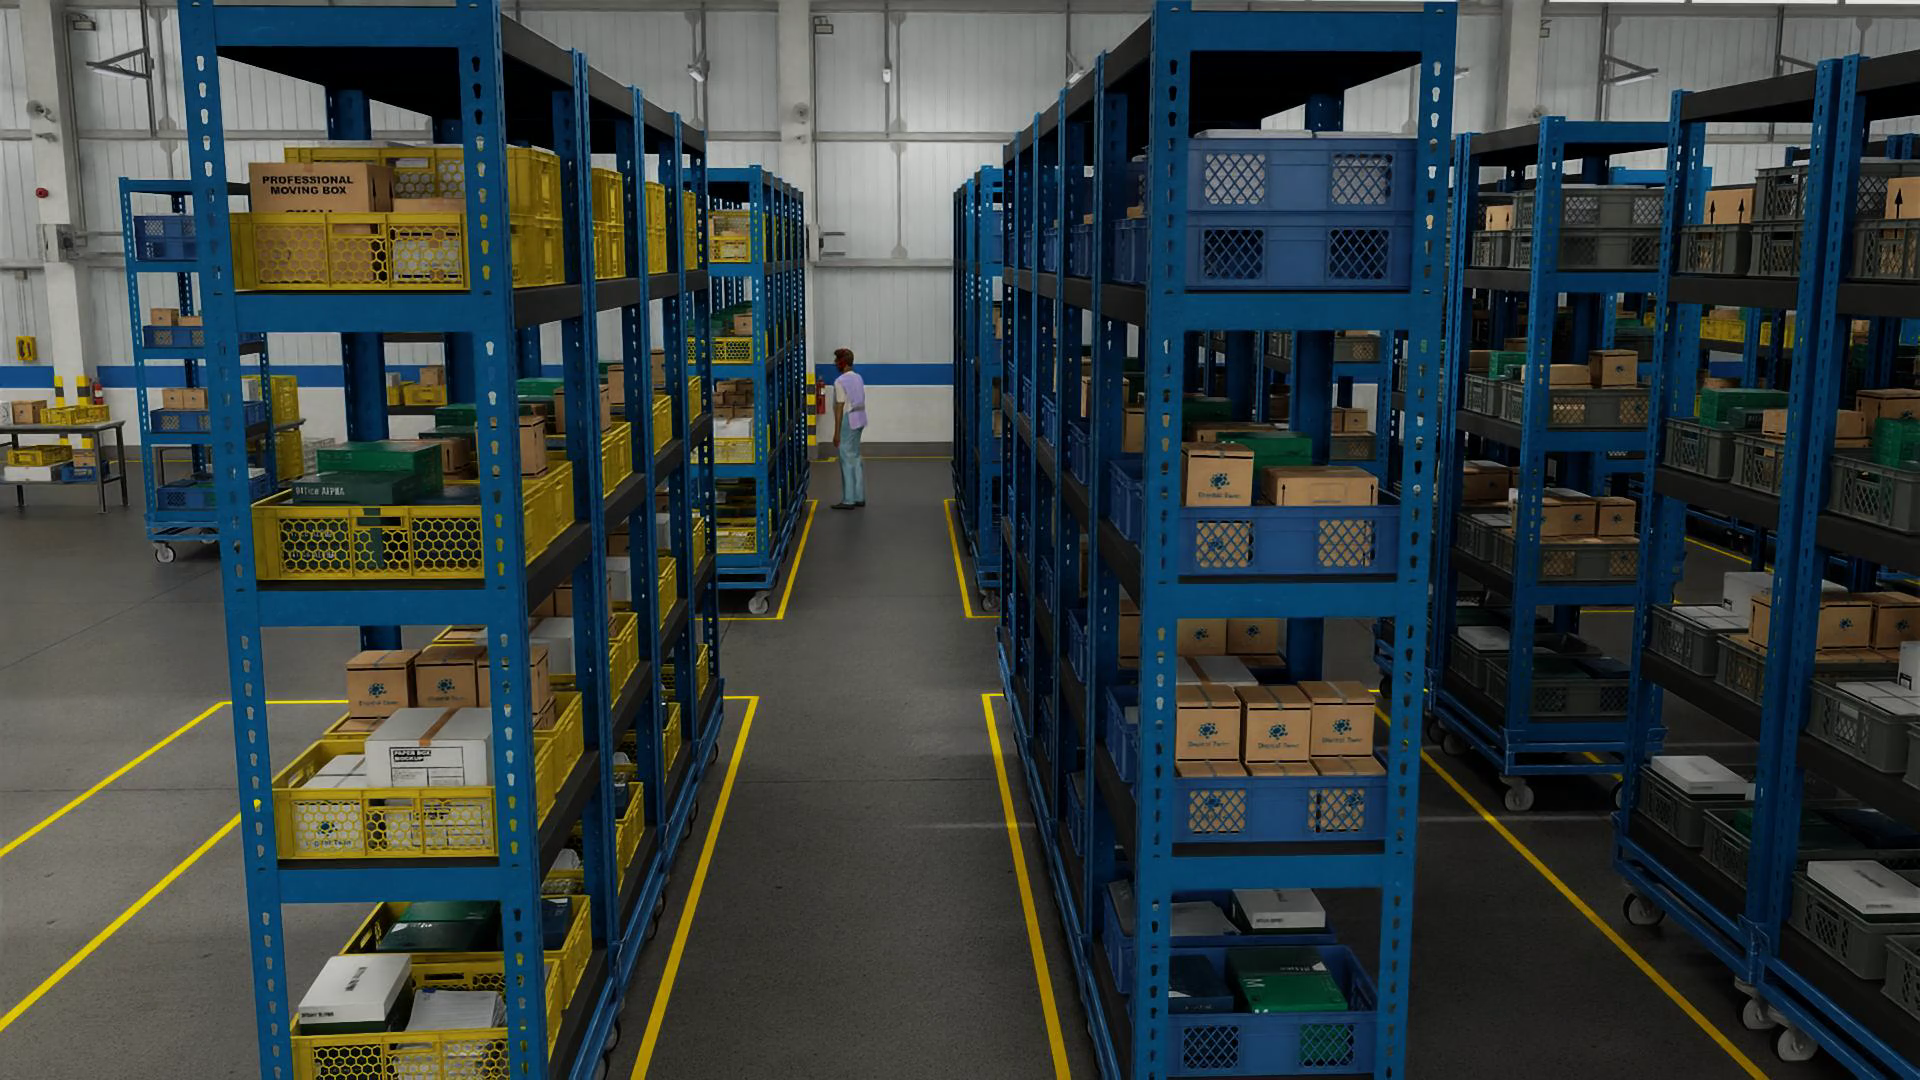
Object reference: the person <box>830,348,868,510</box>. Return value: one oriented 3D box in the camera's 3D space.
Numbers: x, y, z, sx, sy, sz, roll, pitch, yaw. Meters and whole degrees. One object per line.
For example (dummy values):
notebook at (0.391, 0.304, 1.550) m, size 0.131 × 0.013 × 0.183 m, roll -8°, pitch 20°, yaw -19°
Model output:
person at (-1.256, -1.259, 18.945) m, size 0.390 × 1.837 × 0.560 m, roll 4°, pitch 11°, yaw 20°
